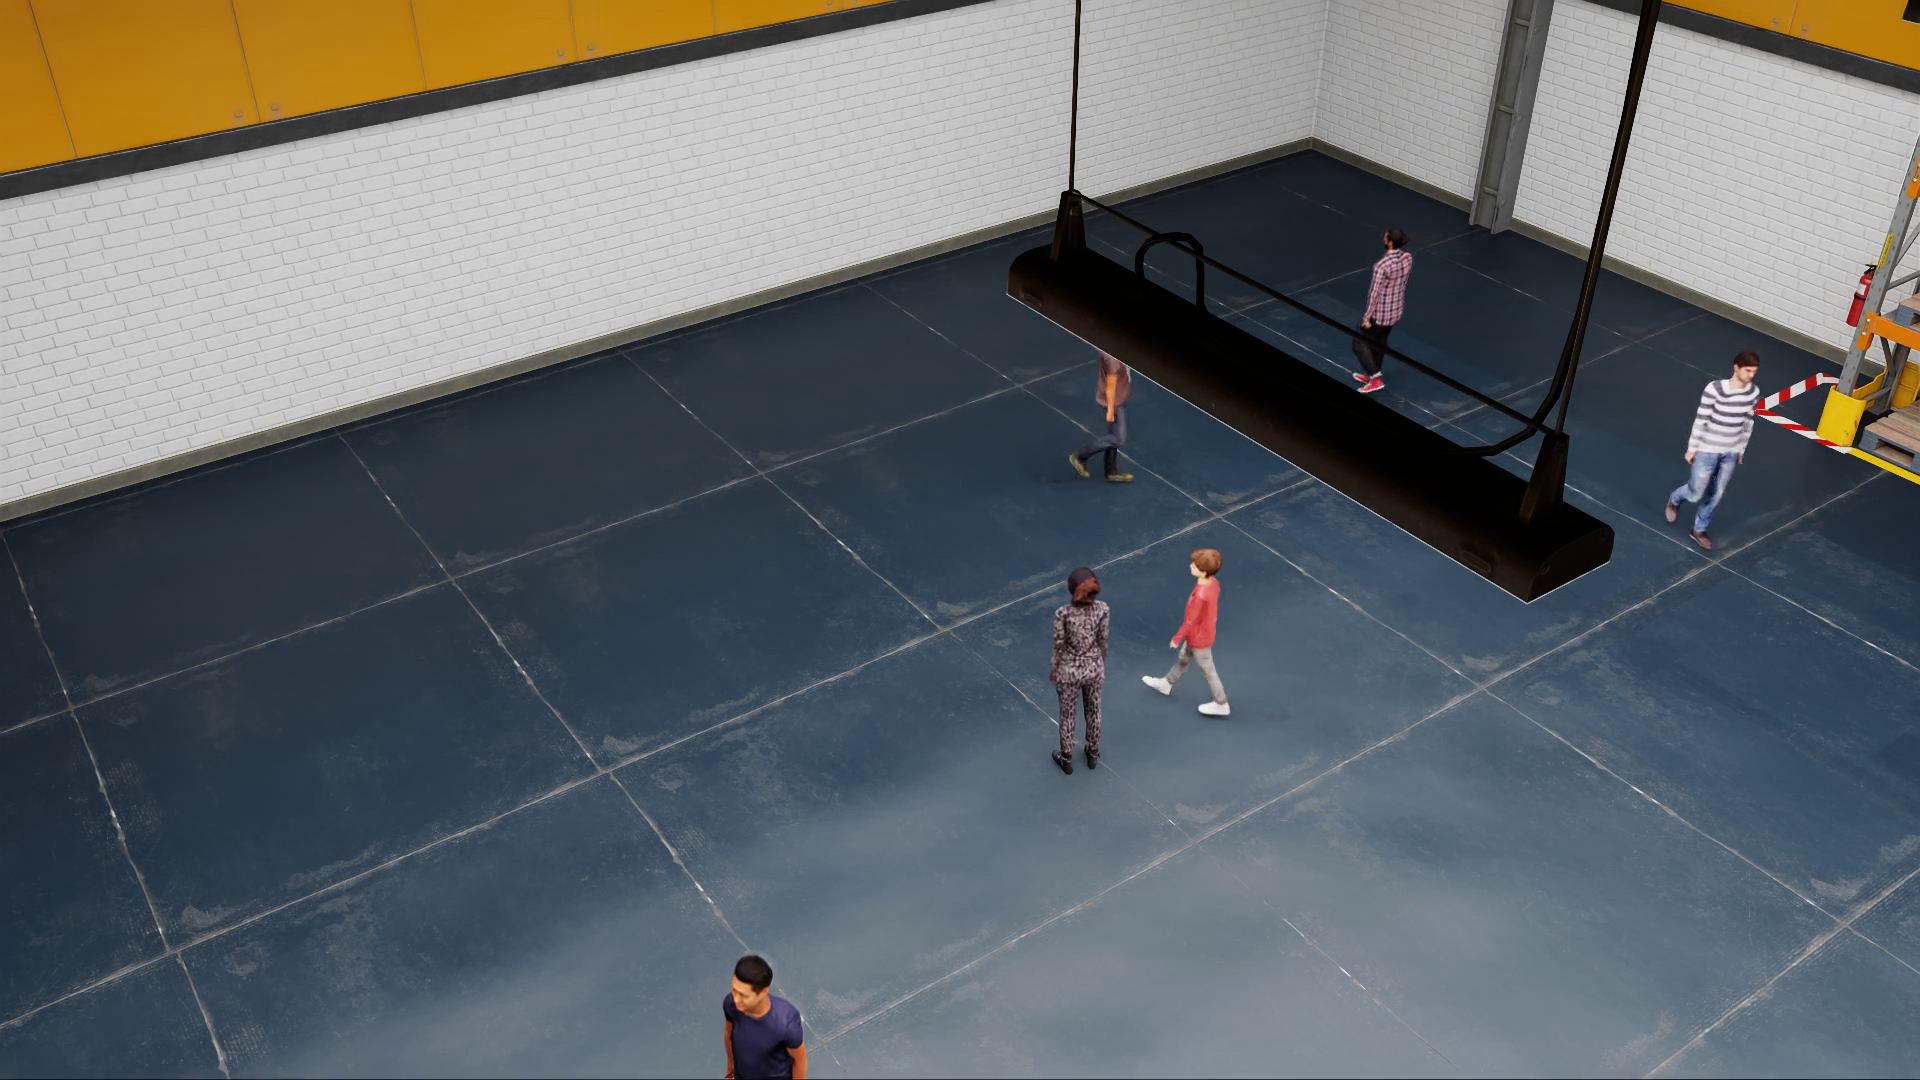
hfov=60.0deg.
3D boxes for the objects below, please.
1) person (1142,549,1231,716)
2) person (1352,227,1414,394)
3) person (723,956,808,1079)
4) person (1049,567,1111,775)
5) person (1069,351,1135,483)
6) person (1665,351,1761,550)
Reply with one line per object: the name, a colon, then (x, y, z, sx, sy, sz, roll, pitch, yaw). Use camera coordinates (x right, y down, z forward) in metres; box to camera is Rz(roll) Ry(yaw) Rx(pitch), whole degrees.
person: (1.847, 0.712, 12.271, 0.991, 1.385, 0.865, 10, 35, 14)
person: (4.198, -2.250, 16.393, 0.712, 1.755, 0.740, -22, 40, -30)
person: (-1.009, 2.814, 8.742, 0.620, 1.790, 0.781, 18, 38, 25)
person: (0.840, 0.915, 11.665, 0.650, 1.717, 0.657, -8, 34, -12)
person: (1.288, -1.281, 14.924, 0.955, 1.767, 0.904, 4, 34, 6)
person: (6.401, -0.817, 14.165, 0.864, 1.835, 0.943, -2, 34, -3)
